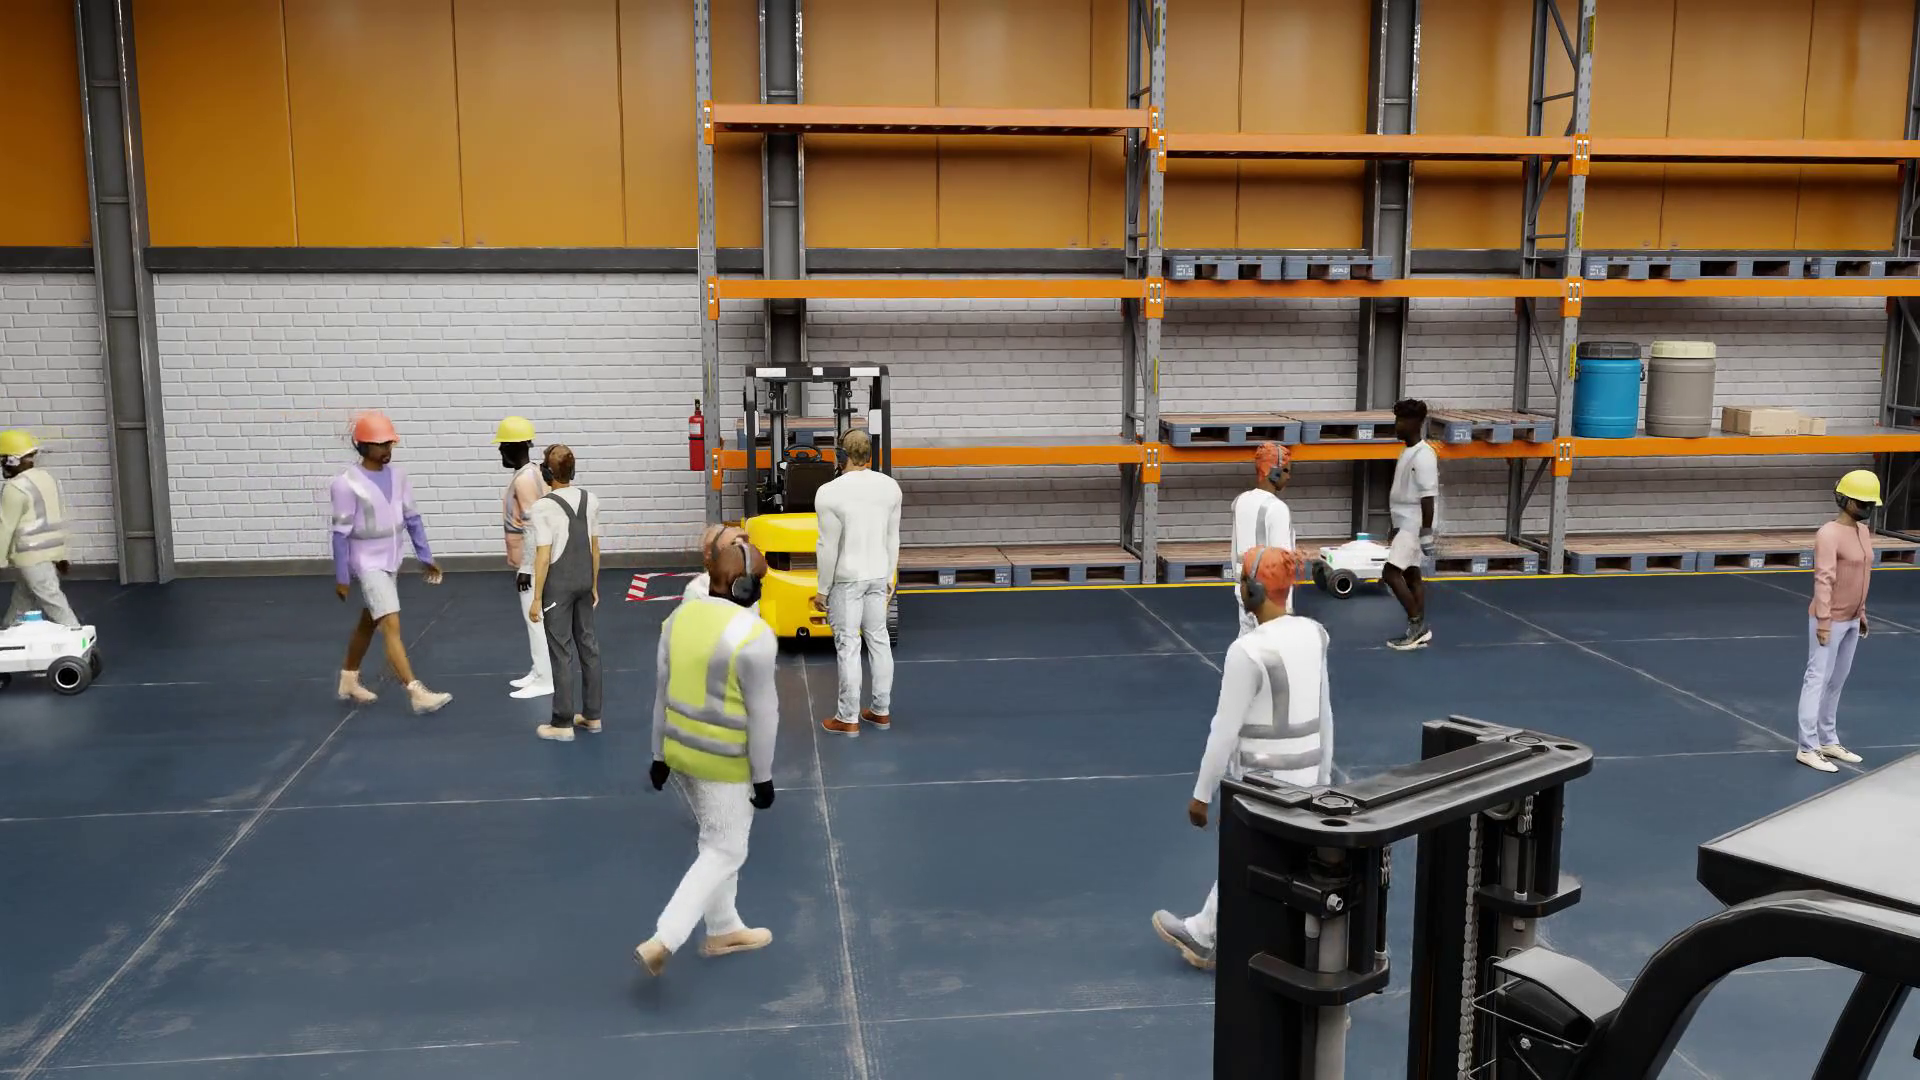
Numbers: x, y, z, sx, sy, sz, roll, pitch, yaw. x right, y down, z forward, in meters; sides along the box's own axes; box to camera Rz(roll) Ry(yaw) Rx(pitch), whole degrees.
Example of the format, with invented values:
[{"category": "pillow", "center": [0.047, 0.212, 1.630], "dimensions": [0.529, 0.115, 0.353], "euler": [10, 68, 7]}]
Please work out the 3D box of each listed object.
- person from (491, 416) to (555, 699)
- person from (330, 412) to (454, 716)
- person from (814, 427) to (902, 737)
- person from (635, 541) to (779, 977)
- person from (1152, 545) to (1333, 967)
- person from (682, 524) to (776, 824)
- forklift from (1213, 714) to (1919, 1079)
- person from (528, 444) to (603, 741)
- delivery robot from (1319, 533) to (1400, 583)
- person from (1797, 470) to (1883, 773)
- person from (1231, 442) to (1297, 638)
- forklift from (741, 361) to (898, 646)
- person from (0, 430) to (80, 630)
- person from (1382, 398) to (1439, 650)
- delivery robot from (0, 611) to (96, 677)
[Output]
[{"category": "person", "center": [-2.965, 0.118, 11.339], "dimensions": [0.388, 1.926, 0.590], "euler": [-2, 9, -11]}, {"category": "person", "center": [-3.785, 0.152, 10.944], "dimensions": [1.038, 1.990, 0.634], "euler": [4, 10, 21]}, {"category": "person", "center": [-0.649, 0.262, 10.405], "dimensions": [0.631, 1.940, 0.372], "euler": [-8, 12, -40]}, {"category": "person", "center": [-1.070, 0.911, 6.782], "dimensions": [0.707, 1.807, 0.637], "euler": [-8, 12, -41]}, {"category": "person", "center": [1.139, 0.927, 6.565], "dimensions": [0.965, 1.832, 0.609], "euler": [8, 12, 42]}, {"category": "person", "center": [-1.185, 0.720, 8.519], "dimensions": [0.502, 1.616, 0.515], "euler": [4, 10, 23]}, {"category": "forklift", "center": [1.441, 1.425, 2.350], "dimensions": [1.214, 2.155, 2.313], "euler": [-7, 12, -39]}, {"category": "person", "center": [-2.449, 0.323, 10.313], "dimensions": [0.344, 1.847, 0.504], "euler": [7, 11, 36]}, {"category": "delivery robot", "center": [3.606, 0.180, 14.931], "dimensions": [0.707, 0.478, 0.477], "euler": [-1, 9, -5]}, {"category": "person", "center": [5.153, 0.464, 9.709], "dimensions": [0.524, 1.760, 0.328], "euler": [-7, 11, -37]}, {"category": "person", "center": [1.831, 0.356, 9.977], "dimensions": [0.356, 1.887, 0.573], "euler": [-3, 10, -20]}, {"category": "forklift", "center": [-1.154, -0.340, 13.365], "dimensions": [1.214, 2.155, 2.313], "euler": [-1, 9, -7]}, {"category": "person", "center": [-6.690, 0.106, 11.876], "dimensions": [0.964, 1.770, 0.604], "euler": [-1, 9, -9]}, {"category": "person", "center": [3.432, -0.113, 12.719], "dimensions": [0.441, 1.950, 0.605], "euler": [1, 9, 8]}, {"category": "delivery robot", "center": [-6.375, 0.733, 11.475], "dimensions": [0.707, 0.478, 0.477], "euler": [-3, 9, -16]}]
